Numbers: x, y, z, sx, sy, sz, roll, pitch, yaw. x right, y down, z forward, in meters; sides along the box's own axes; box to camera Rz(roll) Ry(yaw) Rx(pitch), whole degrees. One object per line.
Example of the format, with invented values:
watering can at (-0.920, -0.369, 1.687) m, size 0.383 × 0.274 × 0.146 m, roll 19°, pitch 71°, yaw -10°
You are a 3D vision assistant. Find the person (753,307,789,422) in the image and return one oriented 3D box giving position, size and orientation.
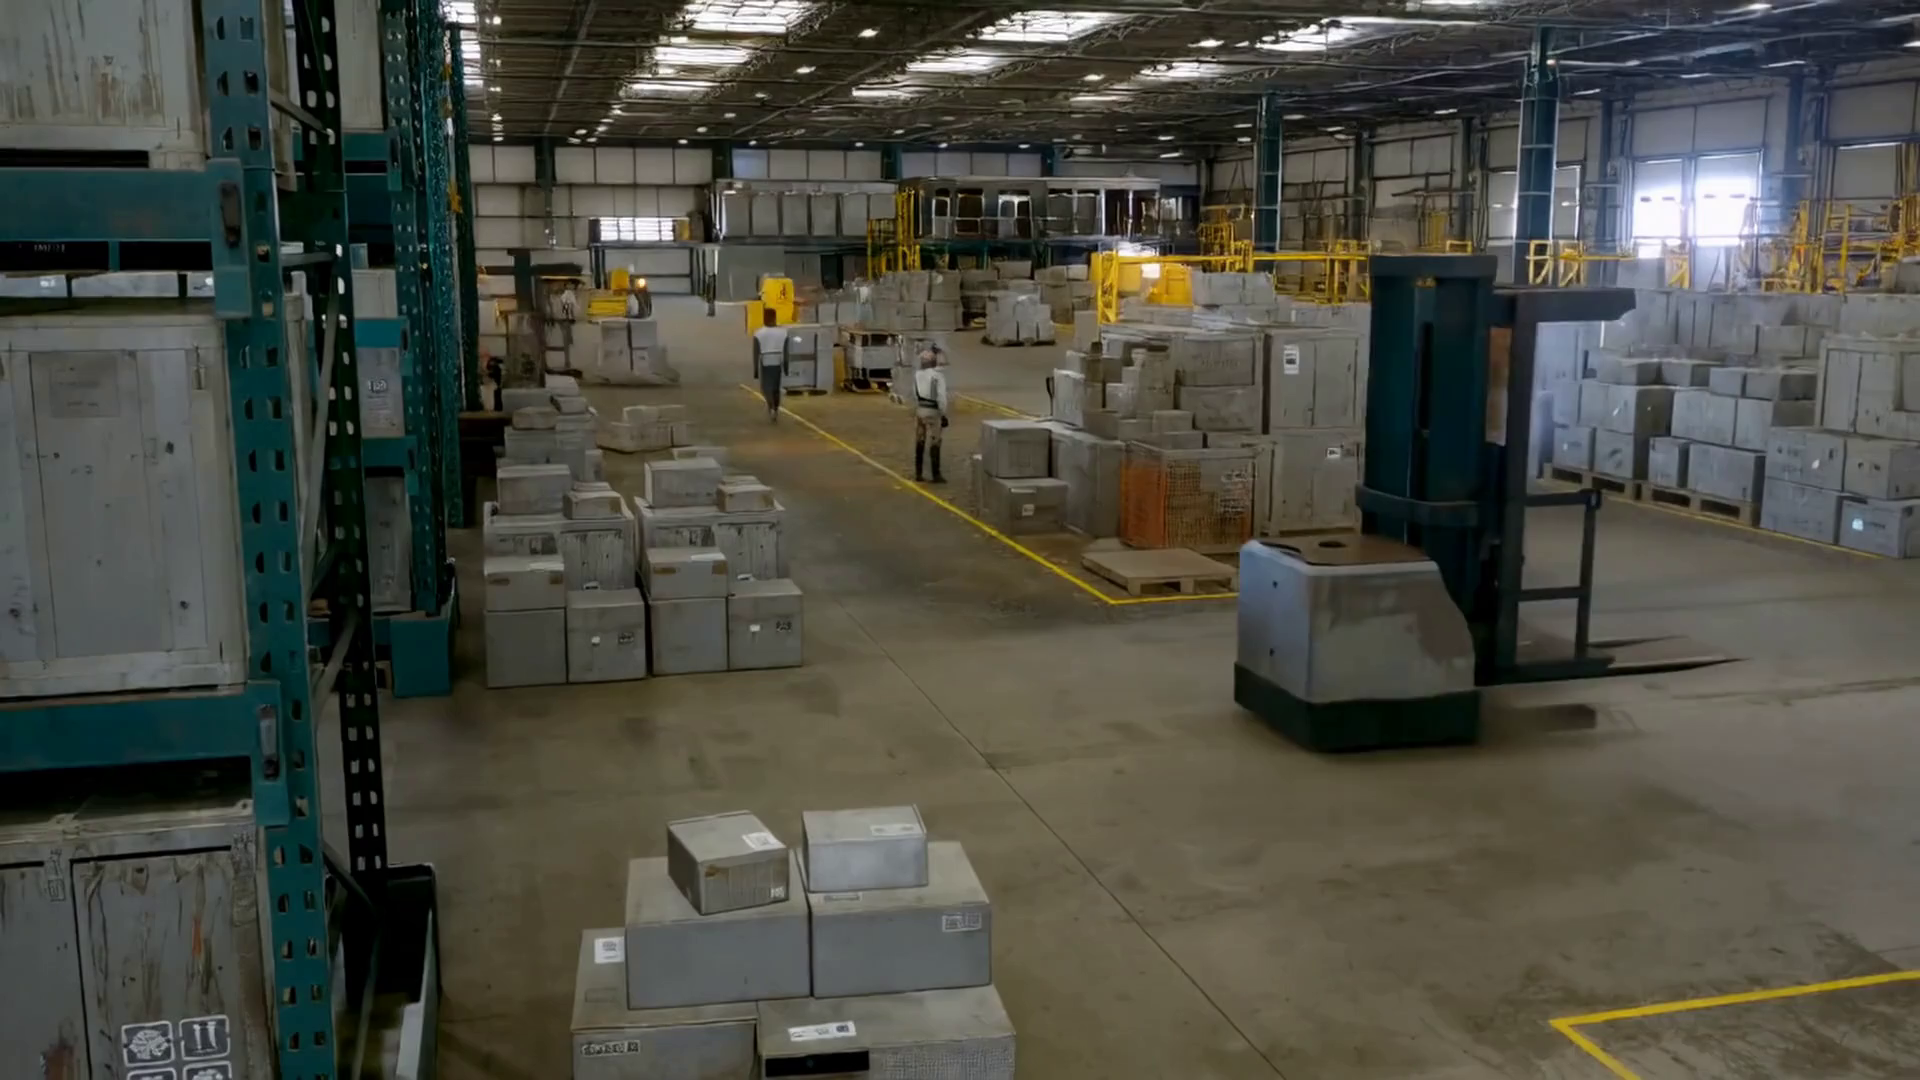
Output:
person at (-3.037, -2.815, 26.926) m, size 0.598 × 1.895 × 0.720 m, roll -4°, pitch 11°, yaw -23°

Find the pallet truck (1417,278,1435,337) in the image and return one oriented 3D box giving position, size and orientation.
pallet truck at (14.620, -7.324, 52.145) m, size 0.823 × 1.965 × 1.885 m, roll 8°, pitch 13°, yaw 40°

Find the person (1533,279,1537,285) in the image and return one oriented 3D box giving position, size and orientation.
person at (17.344, -6.914, 50.171) m, size 0.738 × 1.887 × 0.519 m, roll -5°, pitch 11°, yaw -24°

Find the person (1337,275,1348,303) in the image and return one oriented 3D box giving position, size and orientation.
person at (14.660, -9.277, 63.814) m, size 0.640 × 1.793 × 0.978 m, roll -8°, pitch 13°, yaw -37°

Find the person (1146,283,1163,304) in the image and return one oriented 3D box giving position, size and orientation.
person at (5.332, -6.104, 45.614) m, size 0.513 × 1.865 × 0.329 m, roll -4°, pitch 11°, yaw -20°

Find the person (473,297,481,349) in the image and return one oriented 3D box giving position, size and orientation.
person at (-13.521, -6.166, 45.749) m, size 0.639 × 1.942 × 1.051 m, roll 4°, pitch 11°, yaw 21°

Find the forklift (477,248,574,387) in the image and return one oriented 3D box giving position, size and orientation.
forklift at (-8.919, -4.556, 33.972) m, size 1.873 × 2.768 × 1.129 m, roll -3°, pitch 10°, yaw -15°

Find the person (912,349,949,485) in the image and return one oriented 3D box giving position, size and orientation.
person at (-0.370, -1.481, 20.070) m, size 0.513 × 1.641 × 0.309 m, roll 8°, pitch 13°, yaw 39°

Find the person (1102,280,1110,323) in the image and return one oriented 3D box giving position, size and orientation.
person at (4.897, -7.925, 56.280) m, size 0.308 × 1.743 × 0.495 m, roll 4°, pitch 11°, yaw 21°

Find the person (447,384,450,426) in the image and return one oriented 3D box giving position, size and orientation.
person at (-6.346, -1.582, 20.075) m, size 0.429 × 1.843 × 0.633 m, roll 7°, pitch 12°, yaw 35°

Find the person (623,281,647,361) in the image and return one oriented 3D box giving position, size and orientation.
person at (-8.045, -5.473, 41.540) m, size 0.901 × 2.000 × 0.690 m, roll 5°, pitch 11°, yaw 26°

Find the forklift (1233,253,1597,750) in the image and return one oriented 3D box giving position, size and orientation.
forklift at (2.705, -0.297, 9.858) m, size 1.873 × 2.768 × 1.129 m, roll -3°, pitch 10°, yaw -15°

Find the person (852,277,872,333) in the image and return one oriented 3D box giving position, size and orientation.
person at (-3.247, -7.855, 55.559) m, size 1.036 × 1.859 × 0.594 m, roll 10°, pitch 14°, yaw 43°

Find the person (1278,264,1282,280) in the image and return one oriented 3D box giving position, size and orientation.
person at (16.423, -13.320, 86.149) m, size 0.620 × 1.978 × 0.532 m, roll -7°, pitch 12°, yaw -35°

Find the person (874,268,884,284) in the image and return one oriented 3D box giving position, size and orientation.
person at (-3.792, -12.061, 79.402) m, size 0.601 × 1.831 × 0.972 m, roll -3°, pitch 10°, yaw -17°

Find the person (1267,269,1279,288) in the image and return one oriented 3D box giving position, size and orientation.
person at (12.578, -9.923, 67.000) m, size 0.605 × 1.949 × 0.384 m, roll -6°, pitch 12°, yaw -29°

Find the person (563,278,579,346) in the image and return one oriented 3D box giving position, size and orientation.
person at (-11.306, -6.630, 48.301) m, size 0.361 × 1.964 × 0.614 m, roll 0°, pitch 10°, yaw 1°

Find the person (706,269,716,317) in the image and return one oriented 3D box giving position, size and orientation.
person at (-10.153, -10.005, 67.495) m, size 0.374 × 1.935 × 0.552 m, roll 3°, pitch 10°, yaw 14°

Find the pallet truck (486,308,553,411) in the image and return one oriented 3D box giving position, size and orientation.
pallet truck at (-6.242, -2.418, 24.362) m, size 0.823 × 1.965 × 1.885 m, roll 1°, pitch 10°, yaw 3°

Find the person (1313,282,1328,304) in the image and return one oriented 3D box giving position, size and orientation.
person at (11.978, -7.732, 55.335) m, size 0.534 × 1.692 × 0.321 m, roll 6°, pitch 12°, yaw 30°

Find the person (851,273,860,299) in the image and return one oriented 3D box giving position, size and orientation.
person at (-3.724, -8.688, 60.086) m, size 0.464 × 1.918 × 0.561 m, roll -6°, pitch 12°, yaw -31°

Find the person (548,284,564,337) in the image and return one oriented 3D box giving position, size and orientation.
person at (-12.869, -7.316, 52.982) m, size 0.539 × 1.692 × 0.321 m, roll 2°, pitch 10°, yaw 13°

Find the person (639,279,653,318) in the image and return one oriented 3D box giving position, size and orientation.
person at (-9.683, -7.055, 51.006) m, size 0.521 × 1.864 × 0.334 m, roll -2°, pitch 10°, yaw -12°
